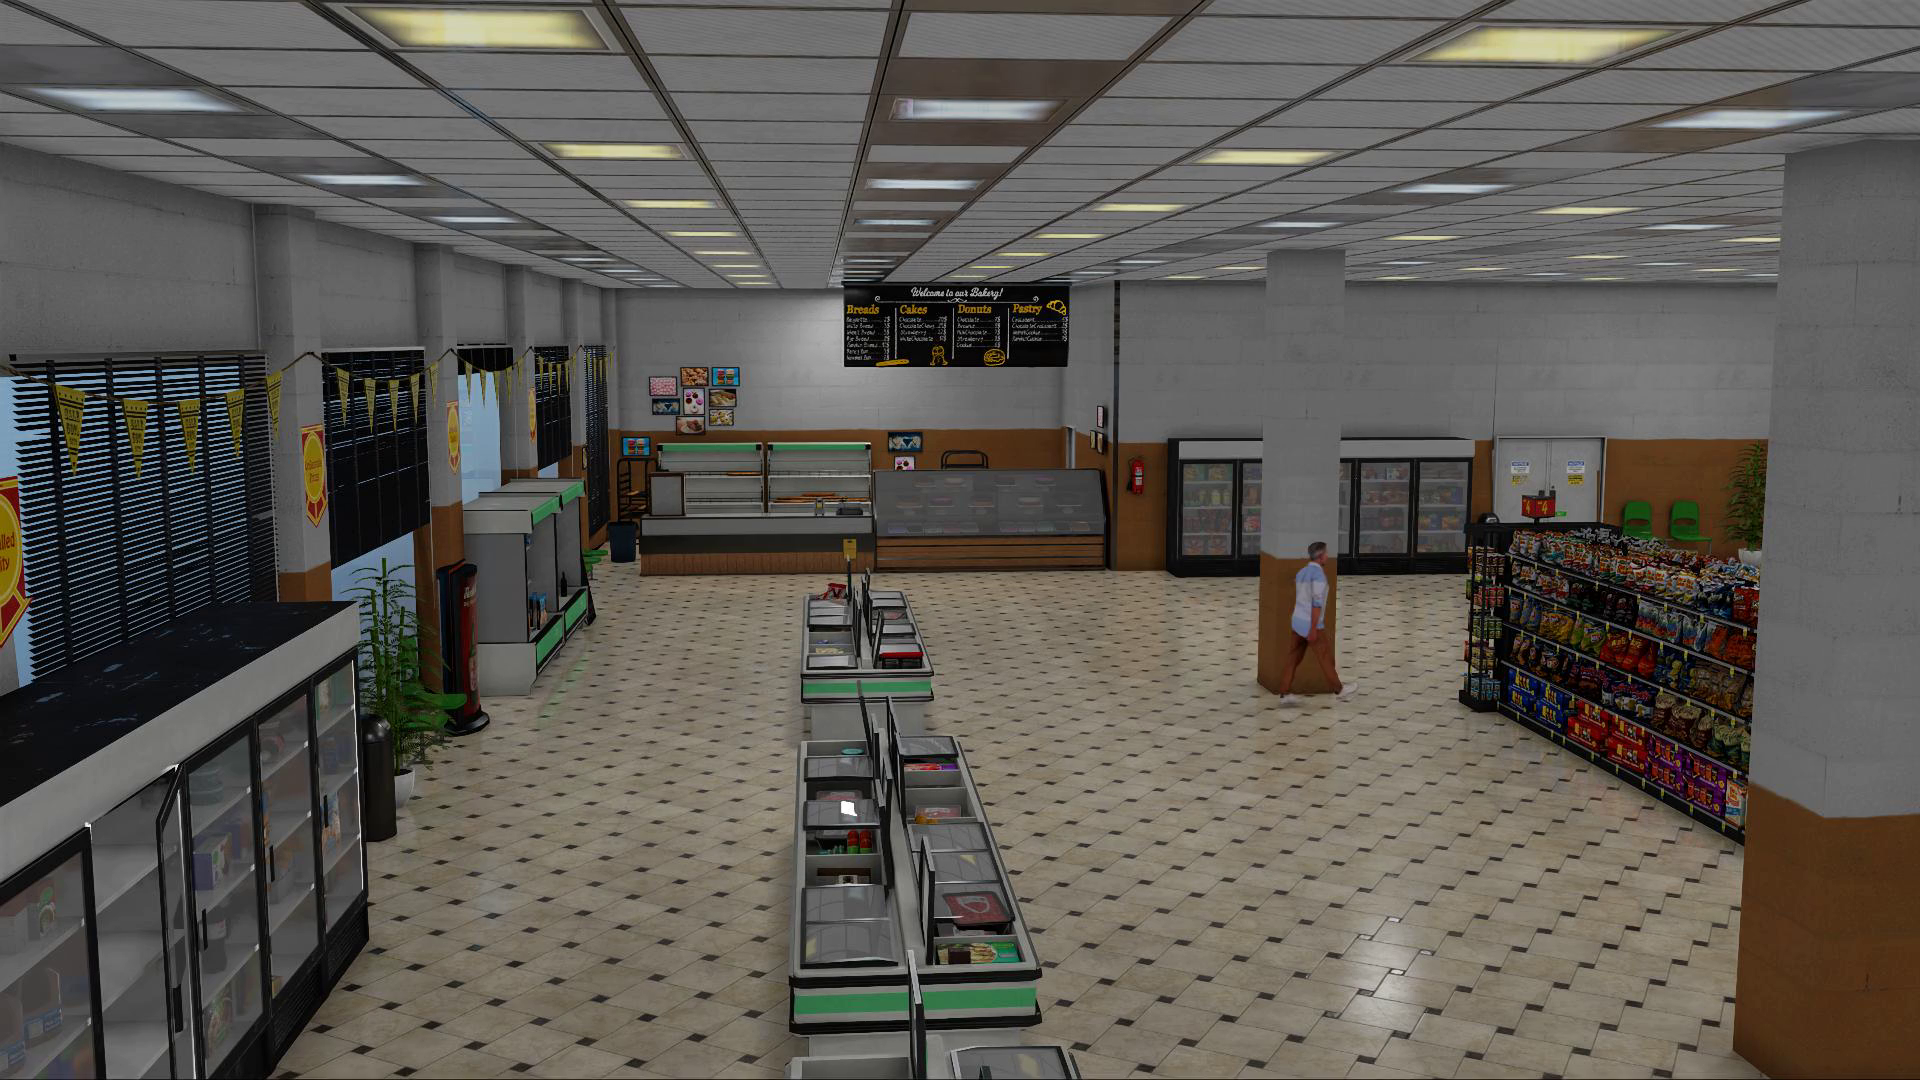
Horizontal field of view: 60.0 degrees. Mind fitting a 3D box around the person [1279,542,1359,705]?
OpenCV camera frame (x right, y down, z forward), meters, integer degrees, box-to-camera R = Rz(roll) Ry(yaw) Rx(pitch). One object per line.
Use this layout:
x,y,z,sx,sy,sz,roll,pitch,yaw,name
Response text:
3.725,0.946,18.108,0.958,1.777,1.166,-2,7,-18,person
